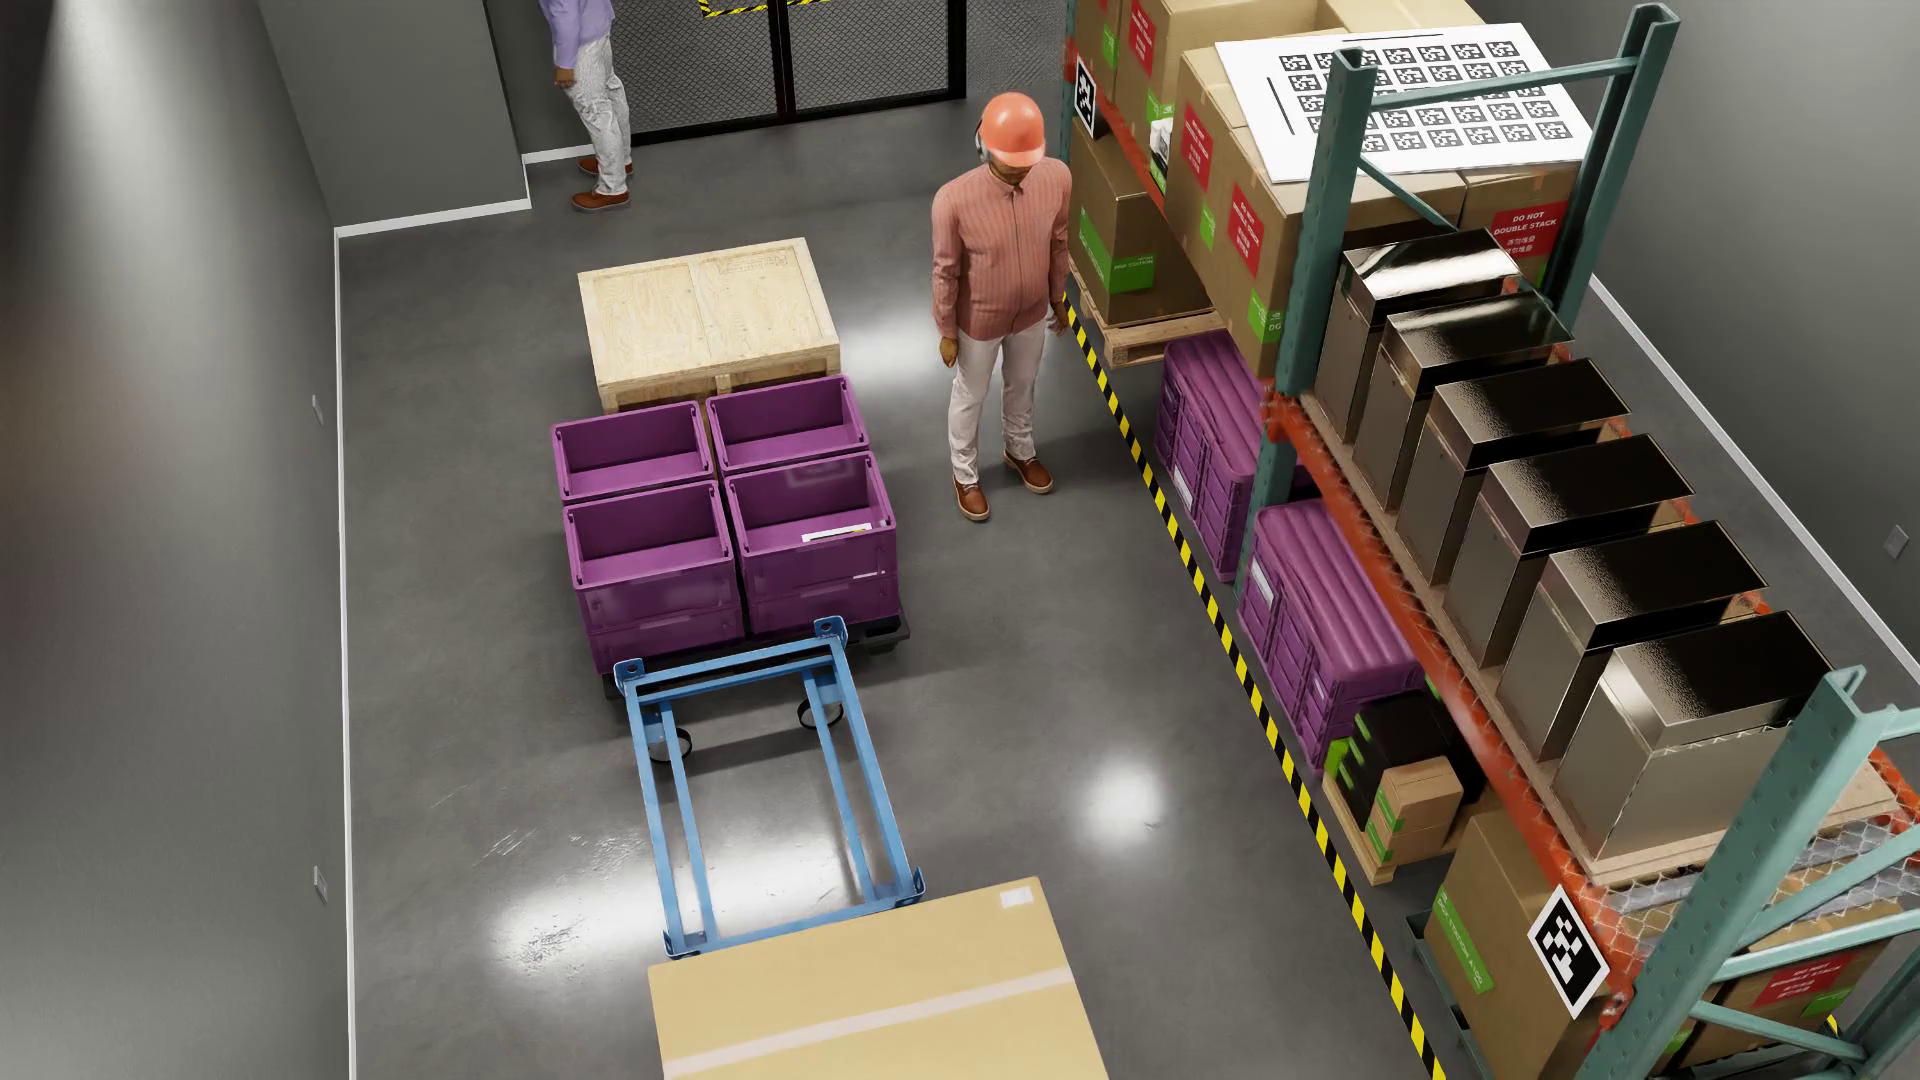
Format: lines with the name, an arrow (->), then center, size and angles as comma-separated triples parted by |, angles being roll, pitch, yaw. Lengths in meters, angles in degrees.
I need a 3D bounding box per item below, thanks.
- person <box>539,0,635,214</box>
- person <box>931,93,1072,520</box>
person -> -1.886, -2.502, 8.184 | 0.376, 1.940, 0.629 | 2, 47, 2
person -> 0.176, -0.923, 6.698 | 0.612, 1.993, 0.386 | -23, 51, -19
